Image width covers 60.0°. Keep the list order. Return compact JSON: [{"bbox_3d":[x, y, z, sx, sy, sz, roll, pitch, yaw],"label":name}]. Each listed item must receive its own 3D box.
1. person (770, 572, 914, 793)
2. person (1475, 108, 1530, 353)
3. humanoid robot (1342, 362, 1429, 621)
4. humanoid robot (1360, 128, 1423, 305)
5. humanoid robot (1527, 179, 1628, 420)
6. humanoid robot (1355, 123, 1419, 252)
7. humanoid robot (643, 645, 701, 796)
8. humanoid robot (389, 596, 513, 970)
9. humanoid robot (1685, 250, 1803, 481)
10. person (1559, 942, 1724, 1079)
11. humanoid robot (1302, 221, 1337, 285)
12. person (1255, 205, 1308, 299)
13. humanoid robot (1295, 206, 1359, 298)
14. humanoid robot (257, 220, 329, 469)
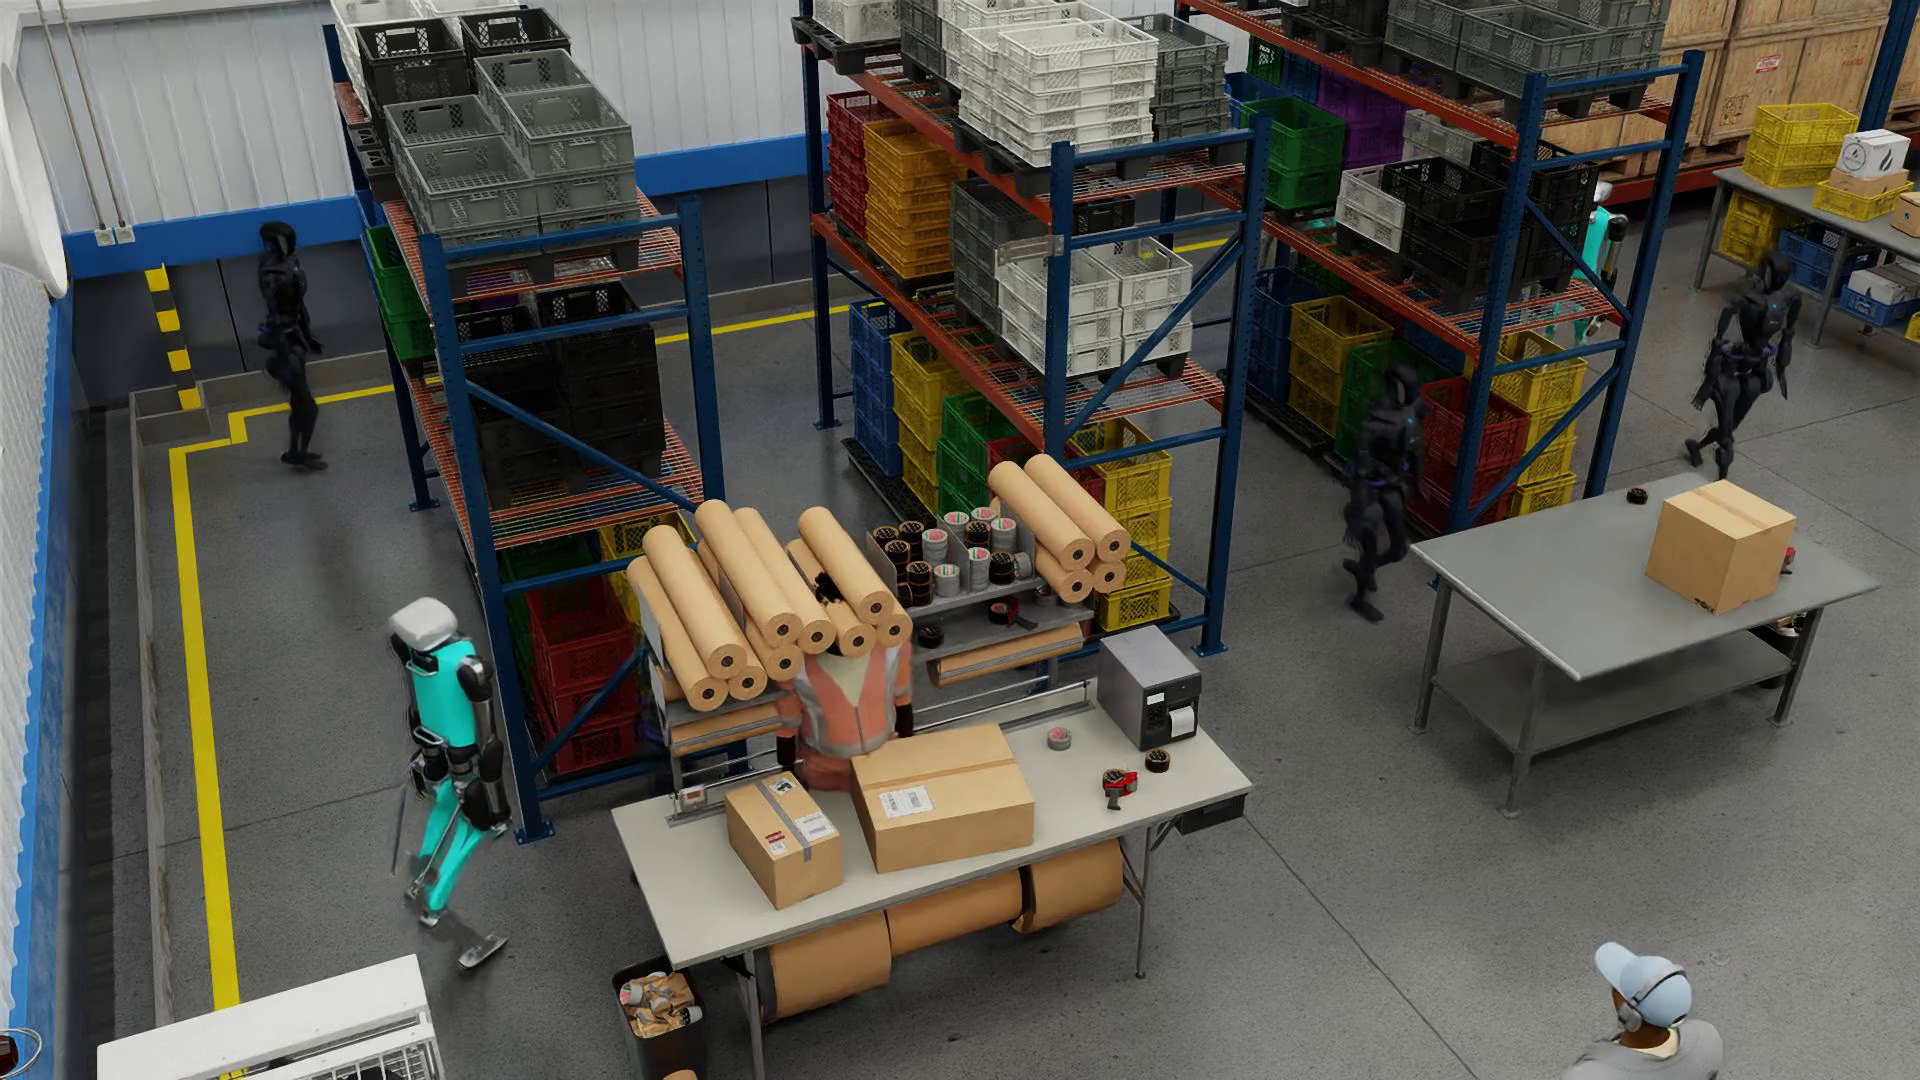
[{"bbox_3d":[-0.463,0.933,6.849,0.607,1.959,0.369,-13,34,-21],"label":"person"},{"bbox_3d":[3.891,-2.230,12.054,0.353,1.882,0.573,-14,34,-21],"label":"person"},{"bbox_3d":[2.275,-0.285,9.097,0.625,1.631,0.479,-22,38,-32],"label":"humanoid robot"},{"bbox_3d":[3.171,-2.207,12.209,0.608,1.656,0.331,-17,35,-25],"label":"humanoid robot"},{"bbox_3d":[4.109,-1.651,11.169,0.530,1.713,0.699,14,34,22],"label":"humanoid robot"},{"bbox_3d":[3.367,-2.883,13.321,0.602,1.641,0.388,-10,33,-16],"label":"humanoid robot"},{"bbox_3d":[-1.163,0.876,7.220,0.662,1.631,0.614,-2,32,-3],"label":"humanoid robot"},{"bbox_3d":[-2.159,1.128,6.774,0.550,1.835,0.667,22,38,31],"label":"humanoid robot"},{"bbox_3d":[4.879,-1.059,10.403,0.609,1.651,0.747,-6,32,-10],"label":"humanoid robot"},{"bbox_3d":[2.009,1.984,5.238,0.589,1.852,0.367,-14,34,-22],"label":"person"},{"bbox_3d":[2.944,-2.878,13.293,0.546,1.809,0.795,-8,33,-13],"label":"humanoid robot"},{"bbox_3d":[2.539,-2.701,12.878,0.589,1.824,0.405,-4,32,-6],"label":"person"},{"bbox_3d":[2.912,-2.507,12.716,0.531,1.849,0.860,-20,37,-29],"label":"humanoid robot"},{"bbox_3d":[-4.311,-1.243,10.652,0.388,1.646,0.590,-2,32,-4],"label":"humanoid robot"}]
